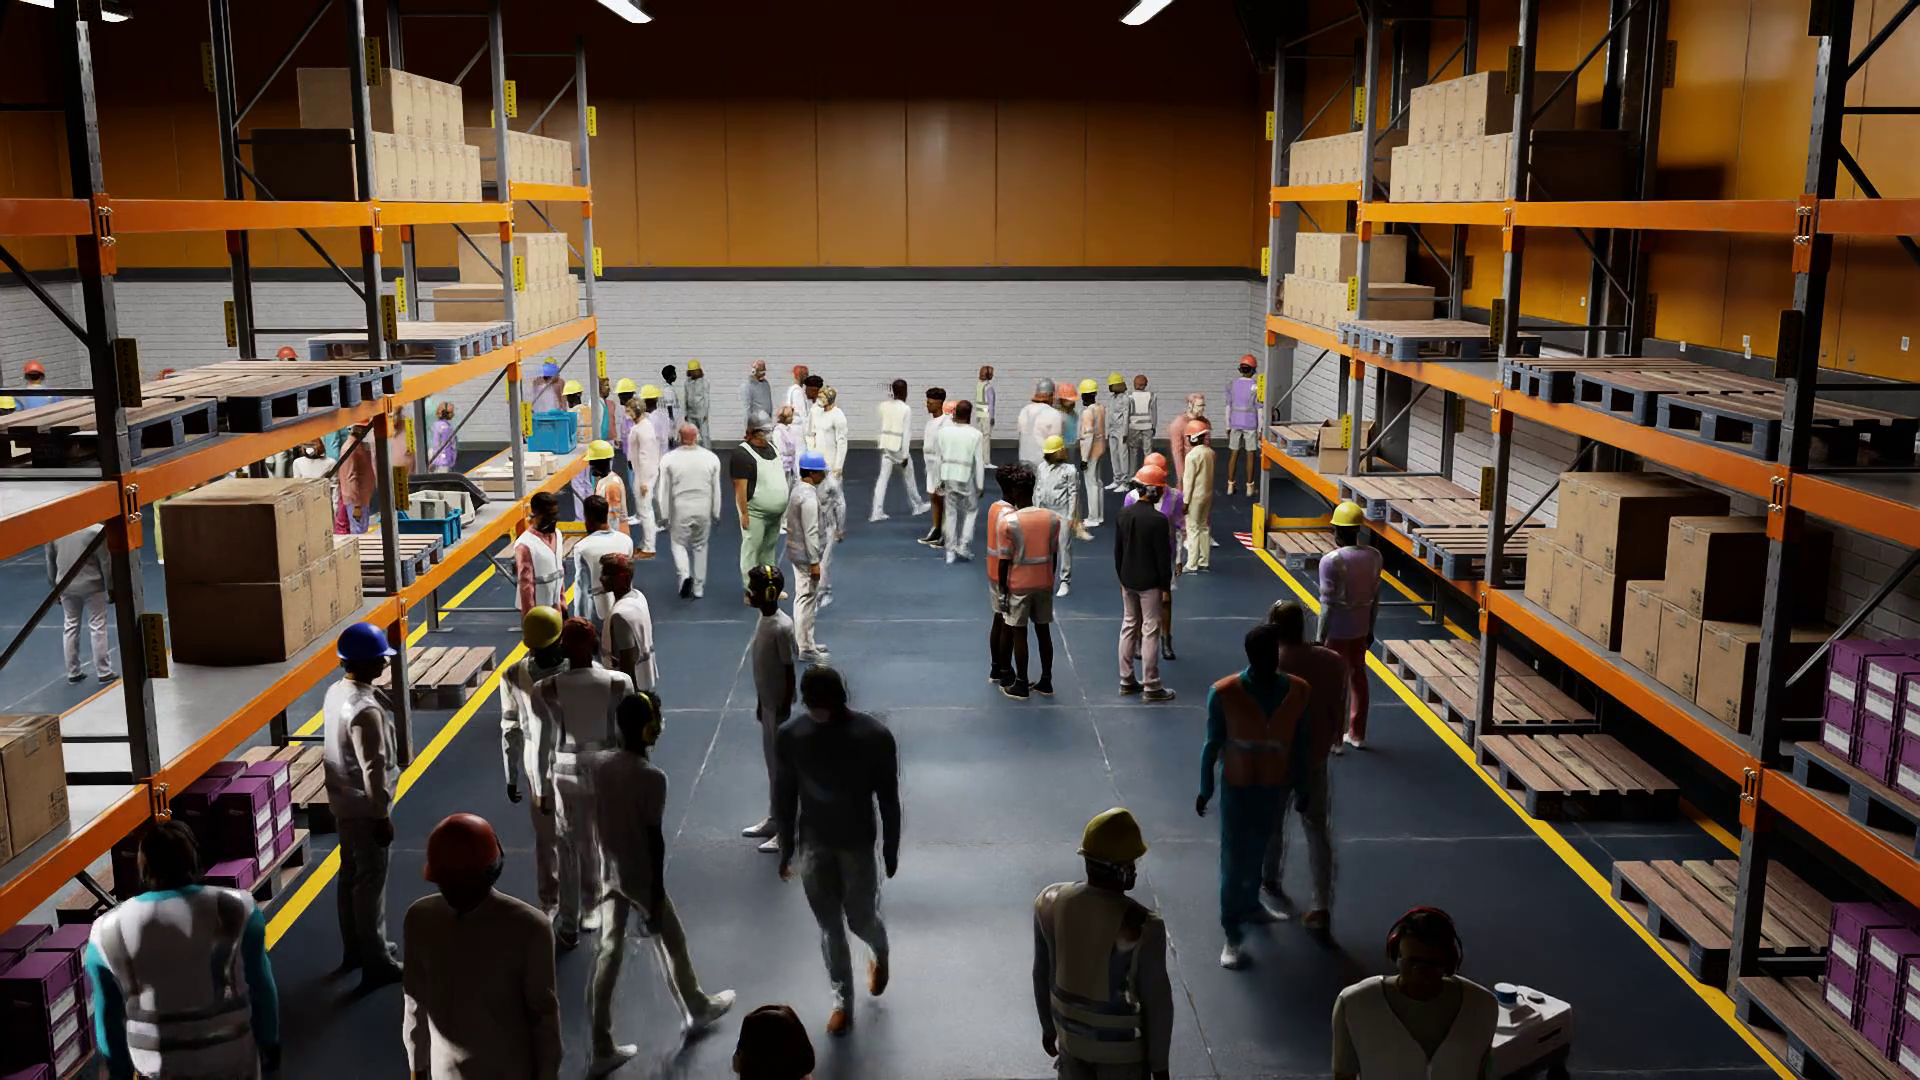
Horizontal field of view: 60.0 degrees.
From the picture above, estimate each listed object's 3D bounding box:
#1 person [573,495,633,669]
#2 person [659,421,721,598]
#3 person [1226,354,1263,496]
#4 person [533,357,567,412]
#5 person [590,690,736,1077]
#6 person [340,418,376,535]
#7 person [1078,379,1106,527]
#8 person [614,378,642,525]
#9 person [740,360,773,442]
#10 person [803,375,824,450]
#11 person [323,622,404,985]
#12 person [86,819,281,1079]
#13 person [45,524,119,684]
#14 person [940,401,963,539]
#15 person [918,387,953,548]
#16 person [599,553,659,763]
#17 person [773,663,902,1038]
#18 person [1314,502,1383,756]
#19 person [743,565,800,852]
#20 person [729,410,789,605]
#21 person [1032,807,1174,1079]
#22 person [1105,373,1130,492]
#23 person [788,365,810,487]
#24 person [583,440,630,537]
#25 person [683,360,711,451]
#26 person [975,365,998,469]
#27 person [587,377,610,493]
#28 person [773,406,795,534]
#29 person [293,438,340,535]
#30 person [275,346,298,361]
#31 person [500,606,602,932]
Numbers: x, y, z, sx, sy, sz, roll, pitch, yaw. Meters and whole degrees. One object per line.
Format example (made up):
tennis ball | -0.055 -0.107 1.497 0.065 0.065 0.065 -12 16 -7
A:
person | -2.777 0.592 13.012 0.411 1.906 0.602 7 13 30
person | -2.825 -0.296 17.489 0.654 1.892 0.522 -4 12 -17
person | 4.112 -1.652 23.949 0.604 2.034 0.417 7 13 33
person | -6.567 -2.056 26.672 0.530 1.752 0.341 0 11 -2
person | -1.507 1.613 8.102 0.543 1.822 0.947 7 13 30
person | -6.446 -0.424 17.880 0.388 1.990 0.622 -2 12 -12
person | 1.685 -1.123 21.558 0.383 1.922 0.593 5 12 23
person | -4.299 -1.158 21.759 0.394 1.918 0.593 -1 11 -7
person | -2.983 -1.733 24.704 0.401 1.894 0.652 5 12 25
person | -1.858 -1.193 21.844 0.381 1.957 0.599 0 11 1
person | -3.169 1.391 8.887 0.406 1.946 0.608 -8 14 -36
person | -2.934 1.963 6.327 0.640 1.825 0.652 -3 12 -14
person | -7.607 0.385 14.439 0.565 1.745 0.349 0 11 0
person | -0.138 -0.869 20.755 0.352 1.738 0.574 -6 13 -26
person | -0.273 -0.890 20.281 0.363 1.965 0.610 -6 13 -26
person | -2.222 0.987 11.174 0.375 1.842 0.574 0 11 -2
person | -0.608 1.515 8.389 0.650 1.905 0.524 2 11 9
person | 2.906 0.667 12.573 0.594 1.926 0.366 -7 13 -31
person | -1.207 1.070 10.695 0.330 1.872 0.512 -5 12 -23
person | -2.037 -0.340 17.339 0.537 2.000 0.682 7 13 30
person | 0.573 1.927 6.494 0.600 1.830 0.404 8 14 36
person | 2.291 -1.574 24.311 0.324 1.729 0.492 -6 13 -28
person | -2.284 -1.596 24.066 0.426 1.876 0.615 -2 11 -9
person | -3.396 -0.016 16.036 0.409 1.917 0.585 -4 12 -21
person | -4.196 -2.009 26.485 0.497 1.733 0.371 5 12 25
person | 0.400 -1.952 26.433 0.310 1.638 0.522 -5 12 -24
person | -4.974 -1.365 22.998 0.348 1.839 0.503 -1 11 -6
person | -2.247 -0.897 21.177 0.320 1.631 0.515 3 12 14
person | -7.176 -0.380 18.563 0.501 1.633 0.279 -1 11 -5
person | -10.377 -1.996 25.751 0.379 1.996 0.609 -5 12 -25
person | -2.303 1.295 9.472 0.591 1.911 0.398 -1 11 -5
